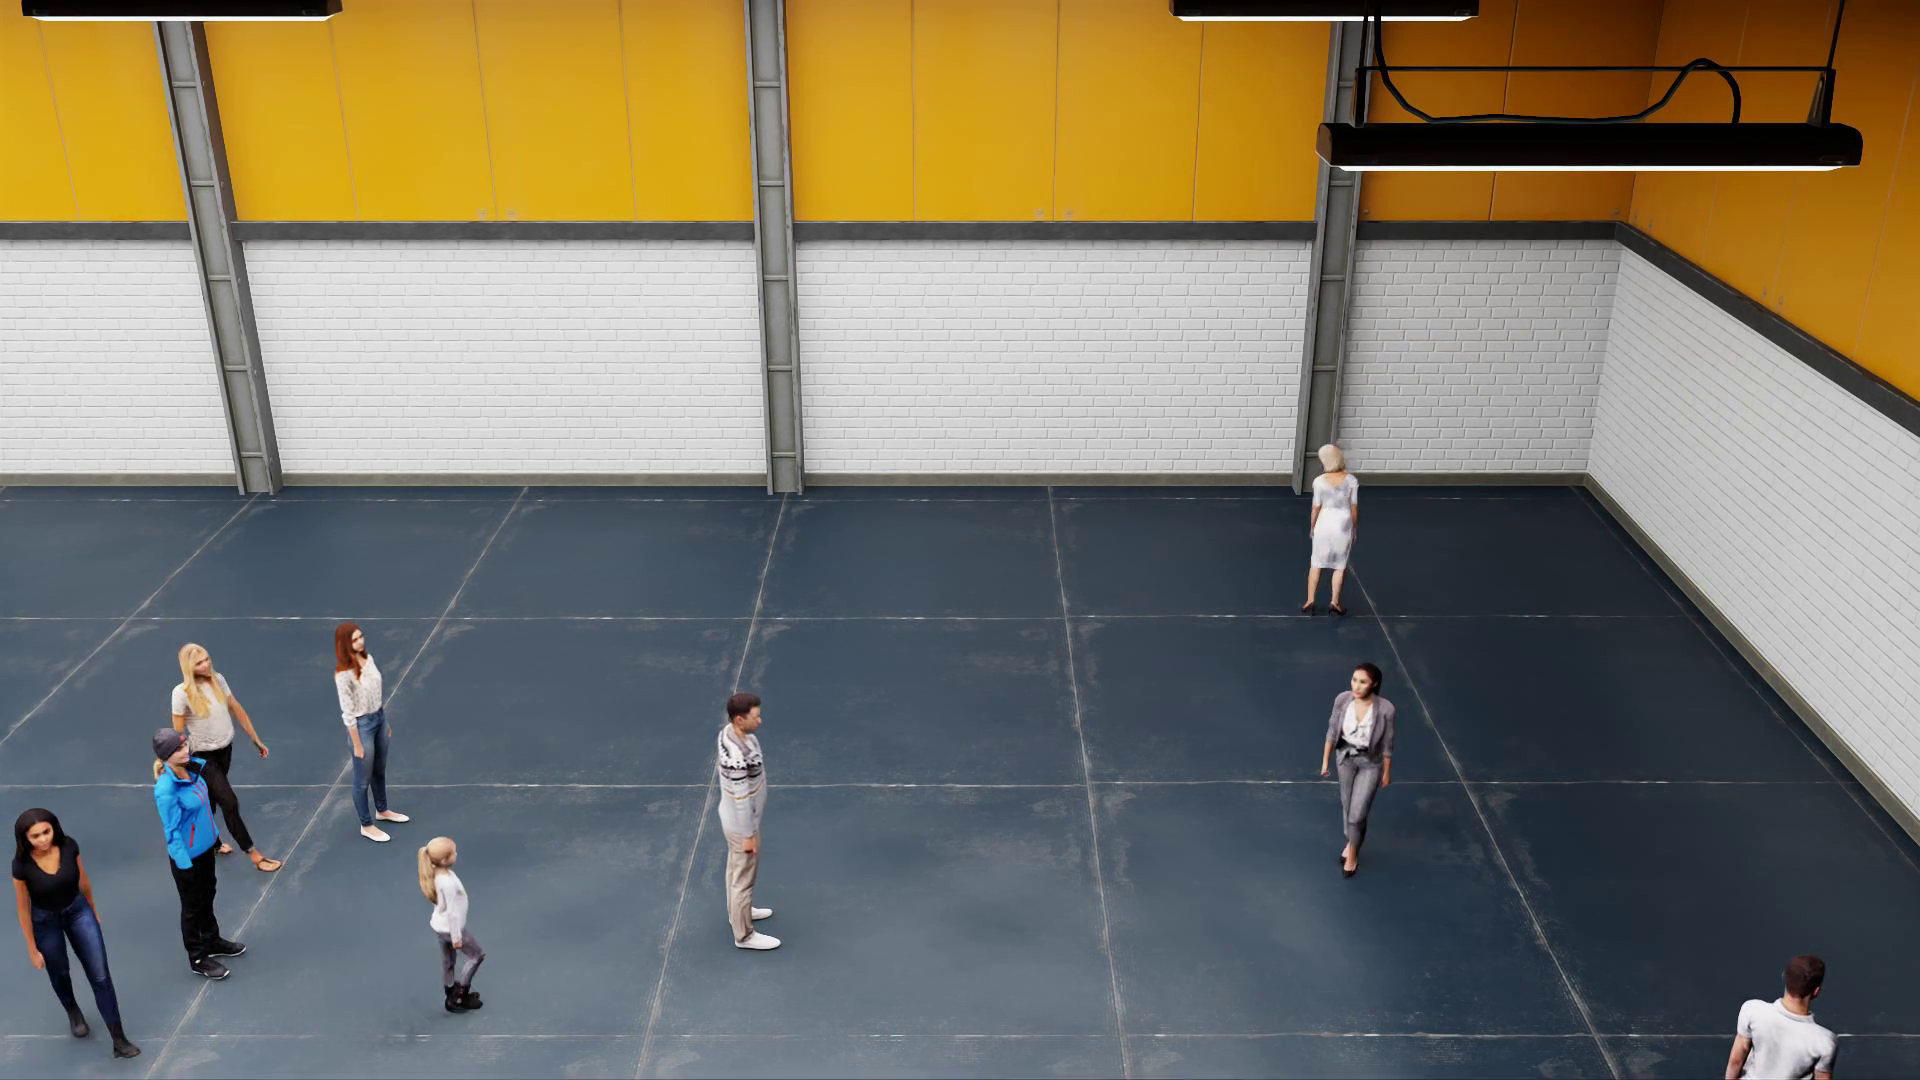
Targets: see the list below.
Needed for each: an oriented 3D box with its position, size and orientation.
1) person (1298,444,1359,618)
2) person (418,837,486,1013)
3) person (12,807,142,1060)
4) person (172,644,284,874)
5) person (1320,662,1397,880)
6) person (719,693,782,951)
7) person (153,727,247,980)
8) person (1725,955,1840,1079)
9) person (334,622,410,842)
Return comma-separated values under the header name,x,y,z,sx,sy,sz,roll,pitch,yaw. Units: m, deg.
name,x,y,z,sx,sy,sz,roll,pitch,yaw
person,3.559,-0.081,15.716,0.583,1.731,0.753,14,27,29
person,-3.274,2.453,10.491,0.655,1.272,0.605,-17,29,-34
person,-5.532,2.351,10.189,1.115,1.702,1.052,21,31,40
person,-5.459,1.538,11.945,1.145,1.785,0.845,7,24,15
person,2.904,1.603,11.952,0.772,1.661,0.840,17,29,34
person,-1.465,1.852,11.134,0.652,1.859,0.729,-5,24,-12
person,-5.004,2.020,10.827,0.520,1.796,0.622,1,24,3
person,4.210,2.953,8.620,0.704,1.856,0.786,19,30,36
person,-4.415,1.397,12.339,0.593,1.728,0.625,6,24,13
